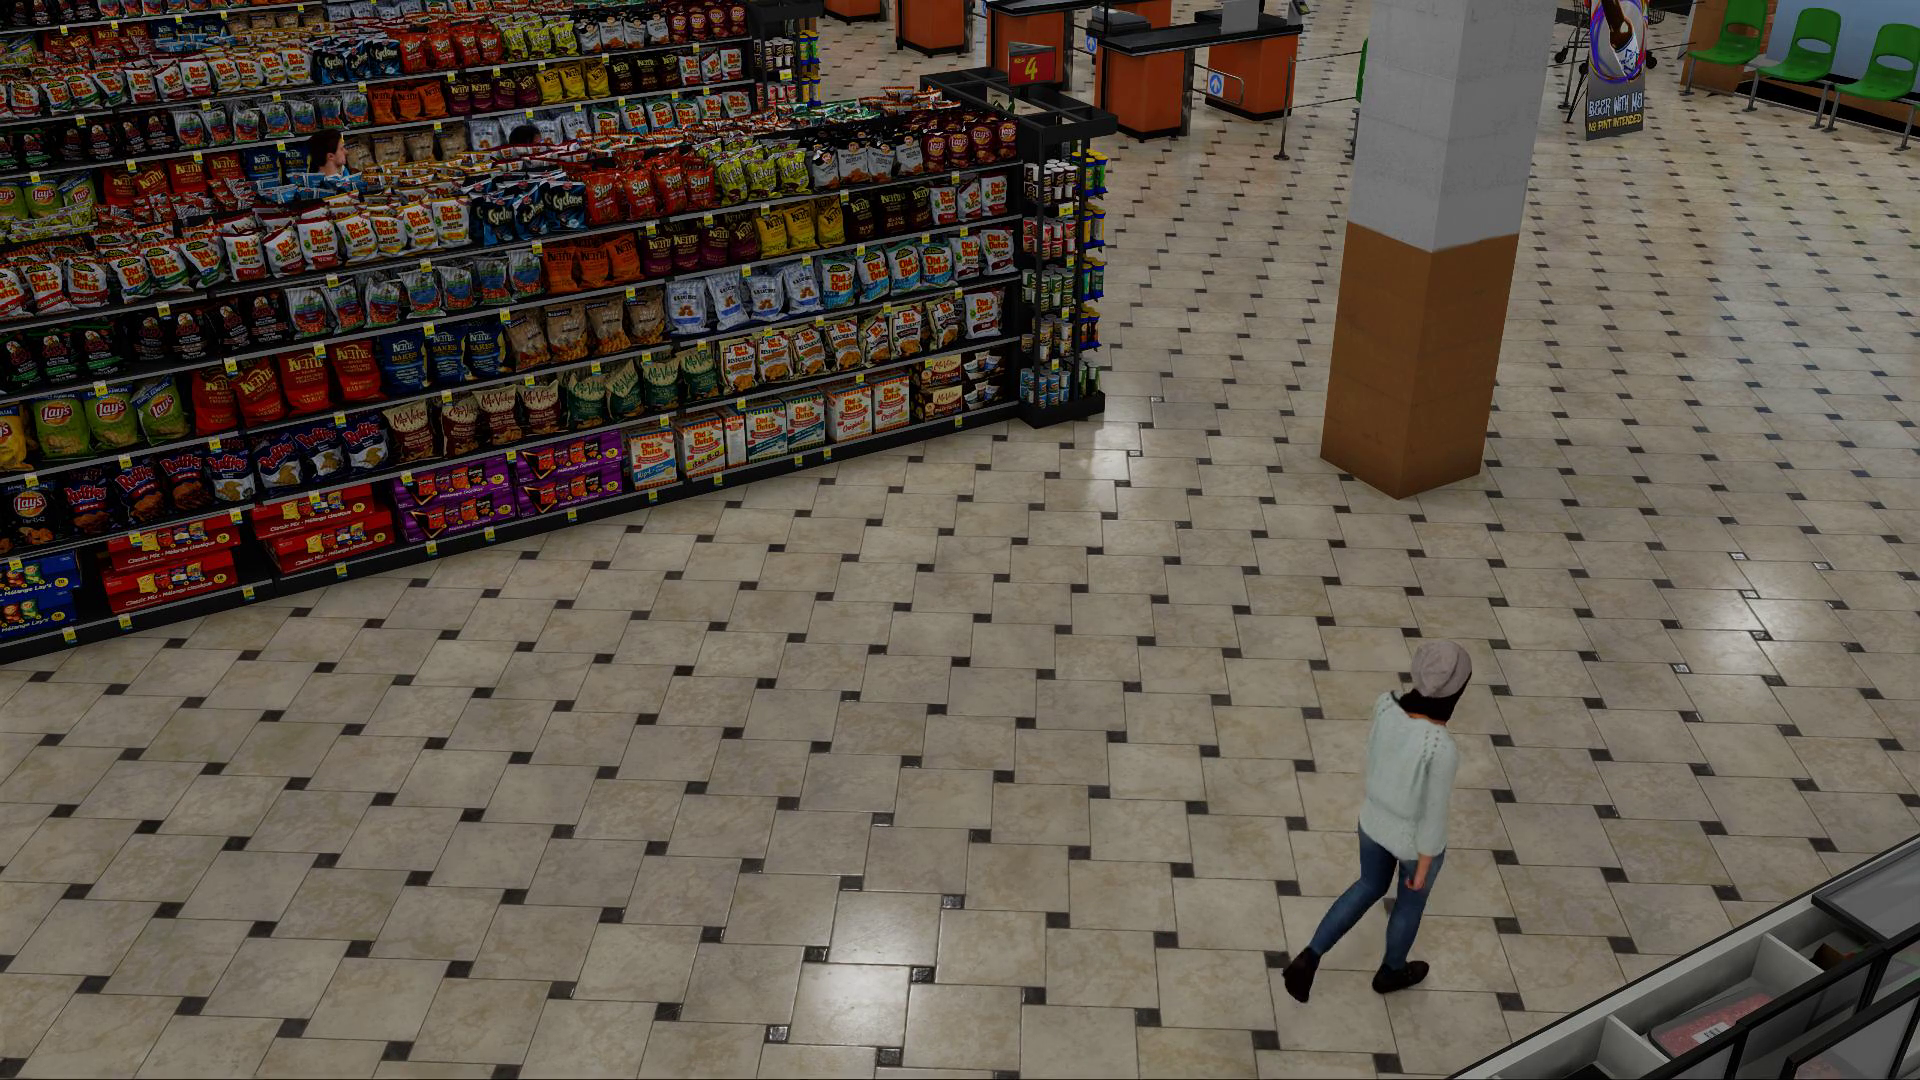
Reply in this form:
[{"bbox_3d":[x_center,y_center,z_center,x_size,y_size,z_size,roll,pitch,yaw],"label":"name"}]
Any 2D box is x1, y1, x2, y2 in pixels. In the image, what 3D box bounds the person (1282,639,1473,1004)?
[{"bbox_3d":[1.523,1.066,5.956,0.916,1.625,0.583,-16,32,-27],"label":"person"}]
